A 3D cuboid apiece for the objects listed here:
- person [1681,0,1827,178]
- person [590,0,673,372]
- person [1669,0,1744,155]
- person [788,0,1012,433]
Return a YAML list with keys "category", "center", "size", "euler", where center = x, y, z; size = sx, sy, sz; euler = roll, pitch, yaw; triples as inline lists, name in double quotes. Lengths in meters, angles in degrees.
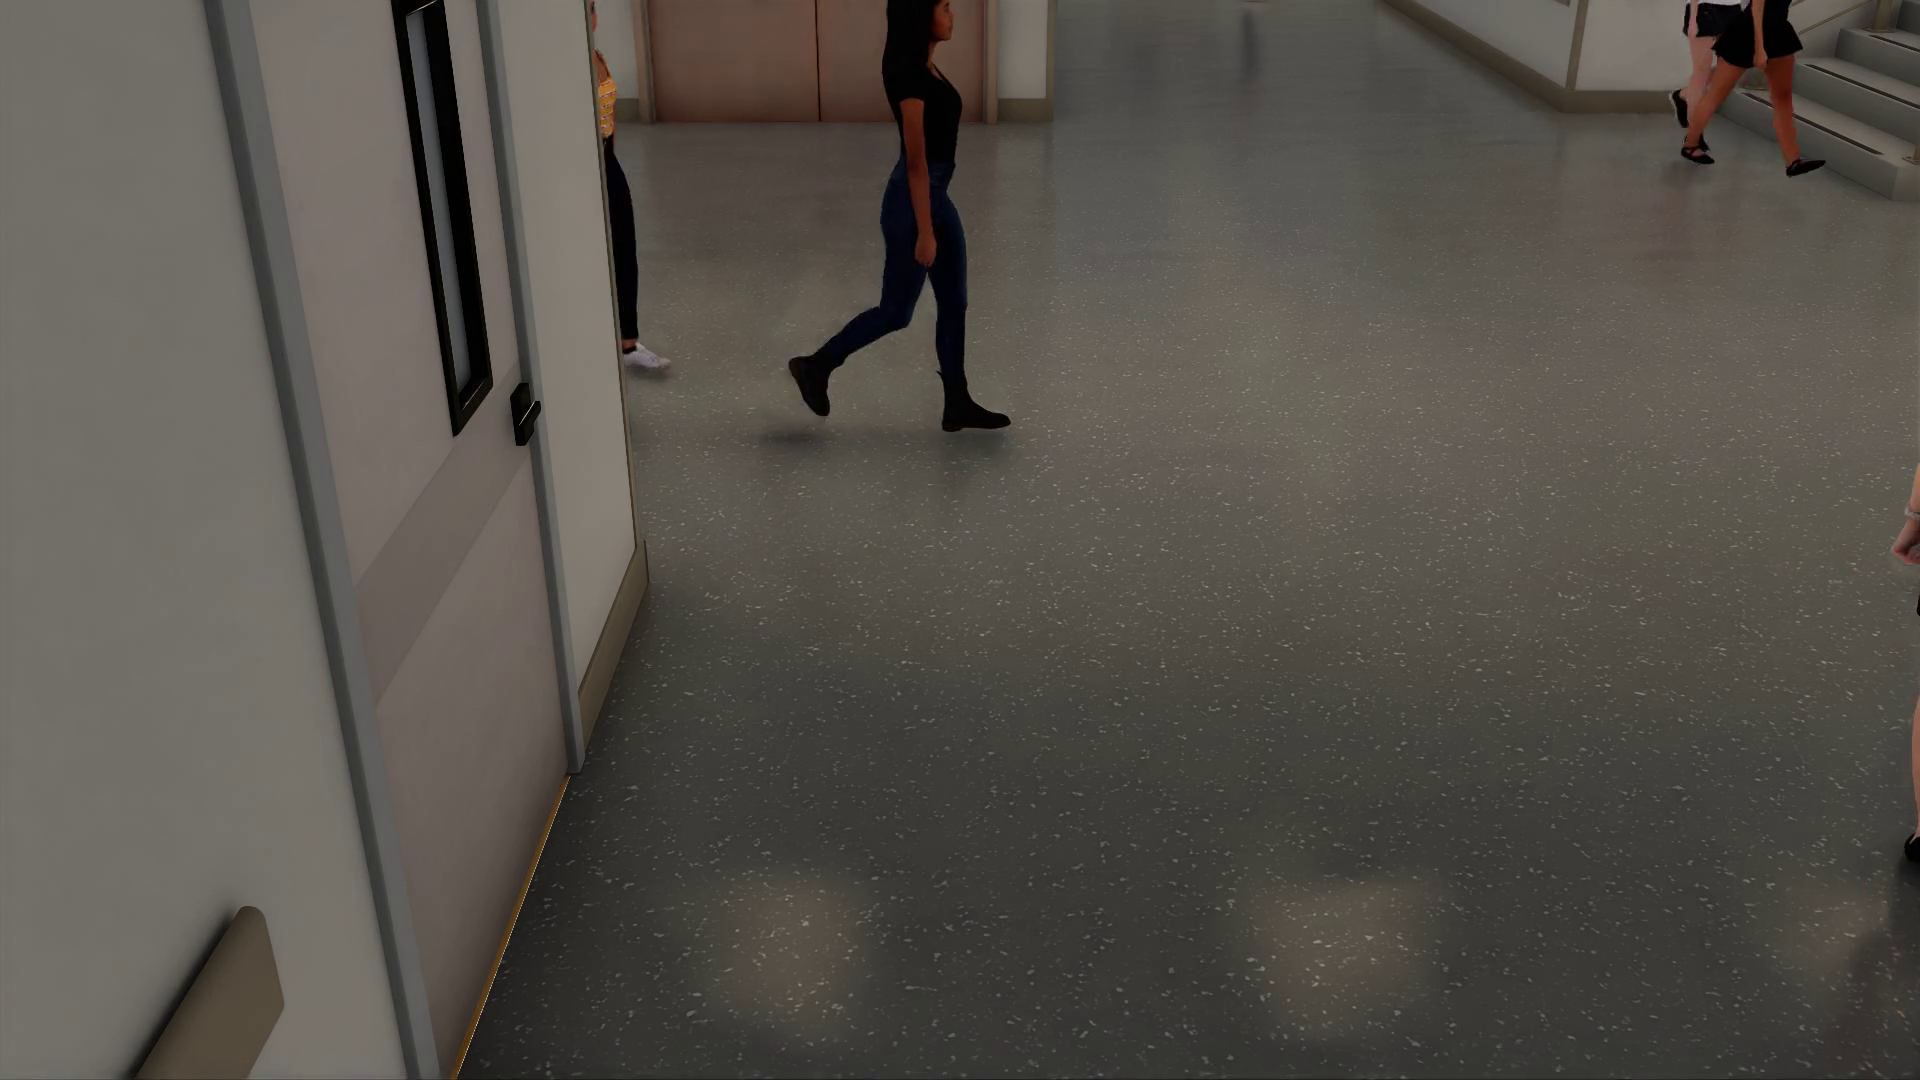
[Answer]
- category: "person"
  center: [4.786, -3.037, 10.148]
  size: [1.163, 1.622, 1.032]
  euler: [-15, 29, -28]
- category: "person"
  center: [-1.637, -1.482, 6.943]
  size: [1.122, 1.606, 0.845]
  euler: [11, 28, 21]
- category: "person"
  center: [4.812, -3.396, 10.765]
  size: [0.781, 1.734, 0.737]
  euler: [-7, 27, -14]
- category: "person"
  center: [-0.236, -1.185, 6.201]
  size: [1.089, 1.715, 0.604]
  euler: [1, 26, 2]
